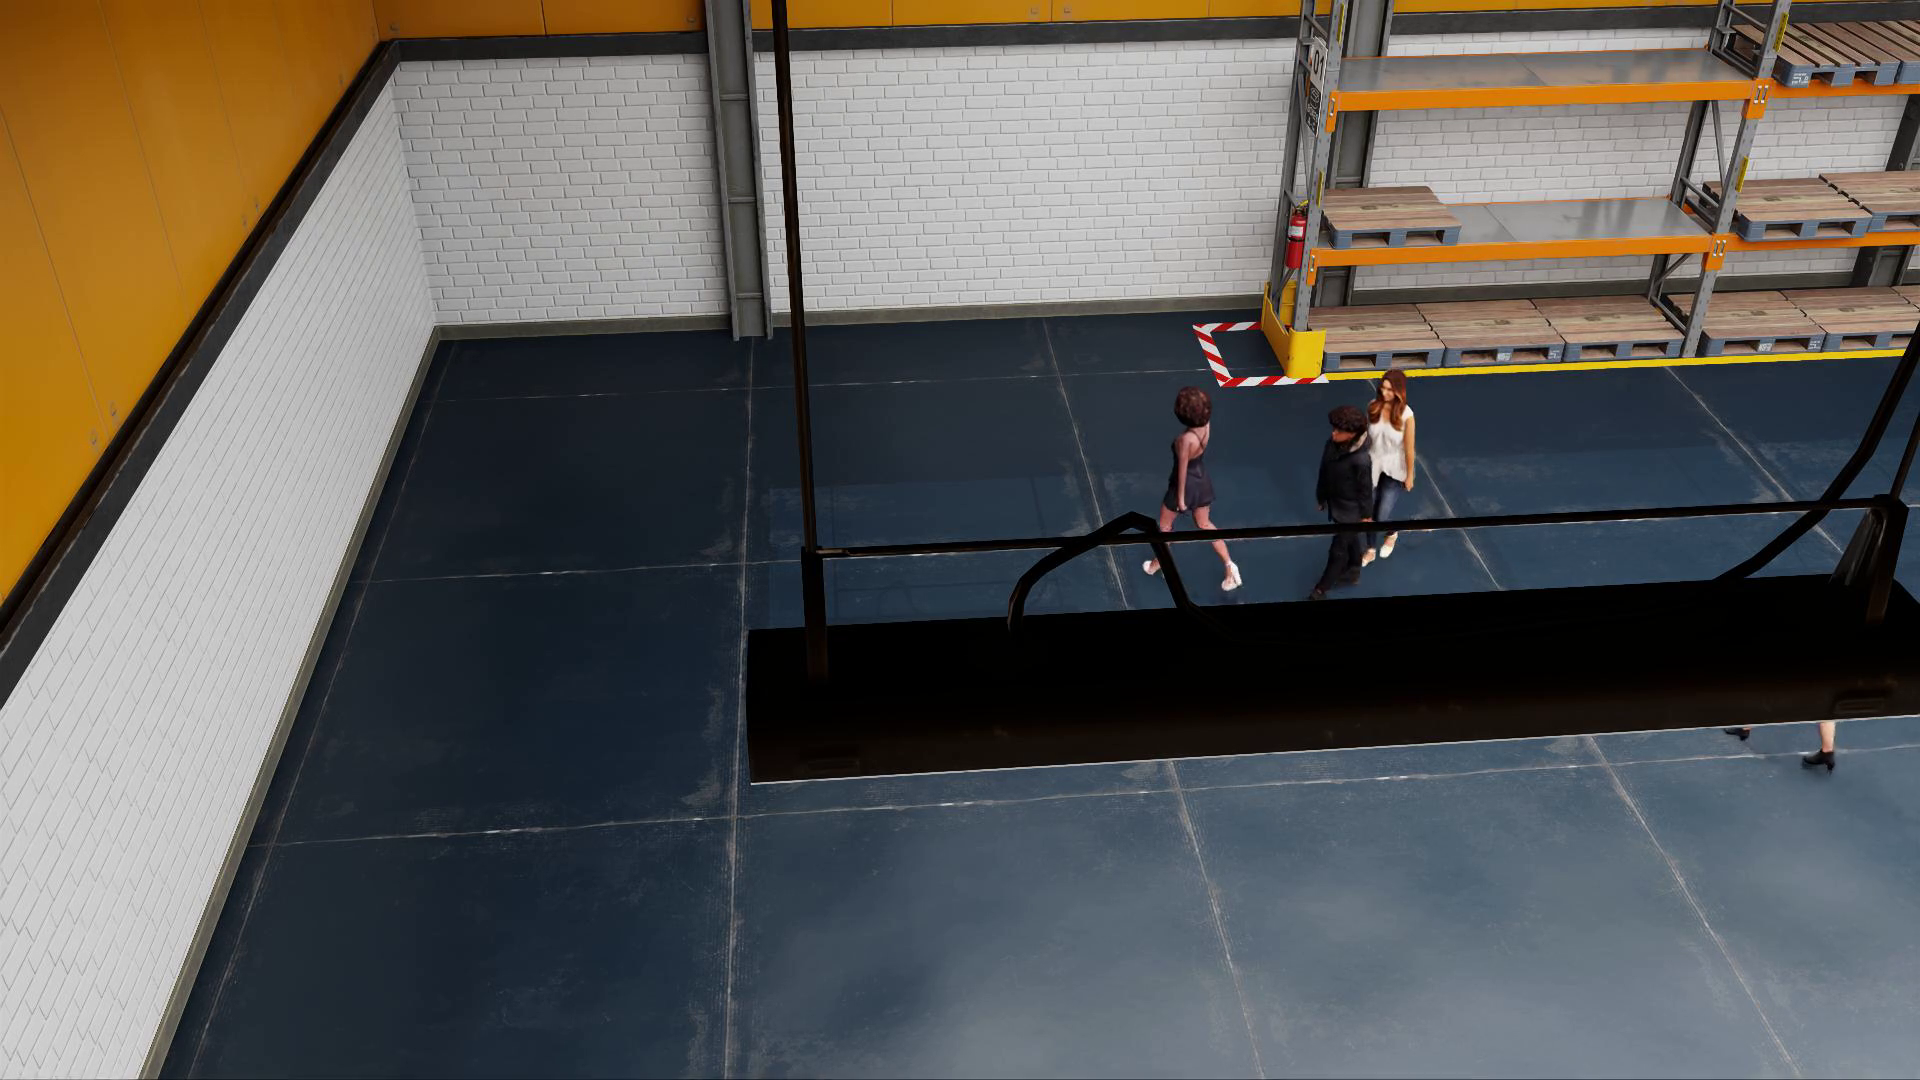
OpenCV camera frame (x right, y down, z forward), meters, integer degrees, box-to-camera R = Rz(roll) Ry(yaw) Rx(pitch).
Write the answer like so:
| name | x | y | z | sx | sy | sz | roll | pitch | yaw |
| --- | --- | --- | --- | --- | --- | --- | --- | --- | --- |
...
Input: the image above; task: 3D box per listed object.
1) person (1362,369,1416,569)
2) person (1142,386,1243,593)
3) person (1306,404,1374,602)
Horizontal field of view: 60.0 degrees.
| name | x | y | z | sx | sy | sz | roll | pitch | yaw |
| --- | --- | --- | --- | --- | --- | --- | --- | --- | --- |
| person | 3.395 | -0.574 | 13.098 | 0.841 | 1.772 | 0.786 | -27 | 42 | -35 |
| person | 1.847 | -0.349 | 12.773 | 1.072 | 1.757 | 1.030 | 27 | 42 | 34 |
| person | 2.998 | -0.277 | 12.688 | 1.047 | 1.731 | 0.852 | -15 | 37 | -21 |
